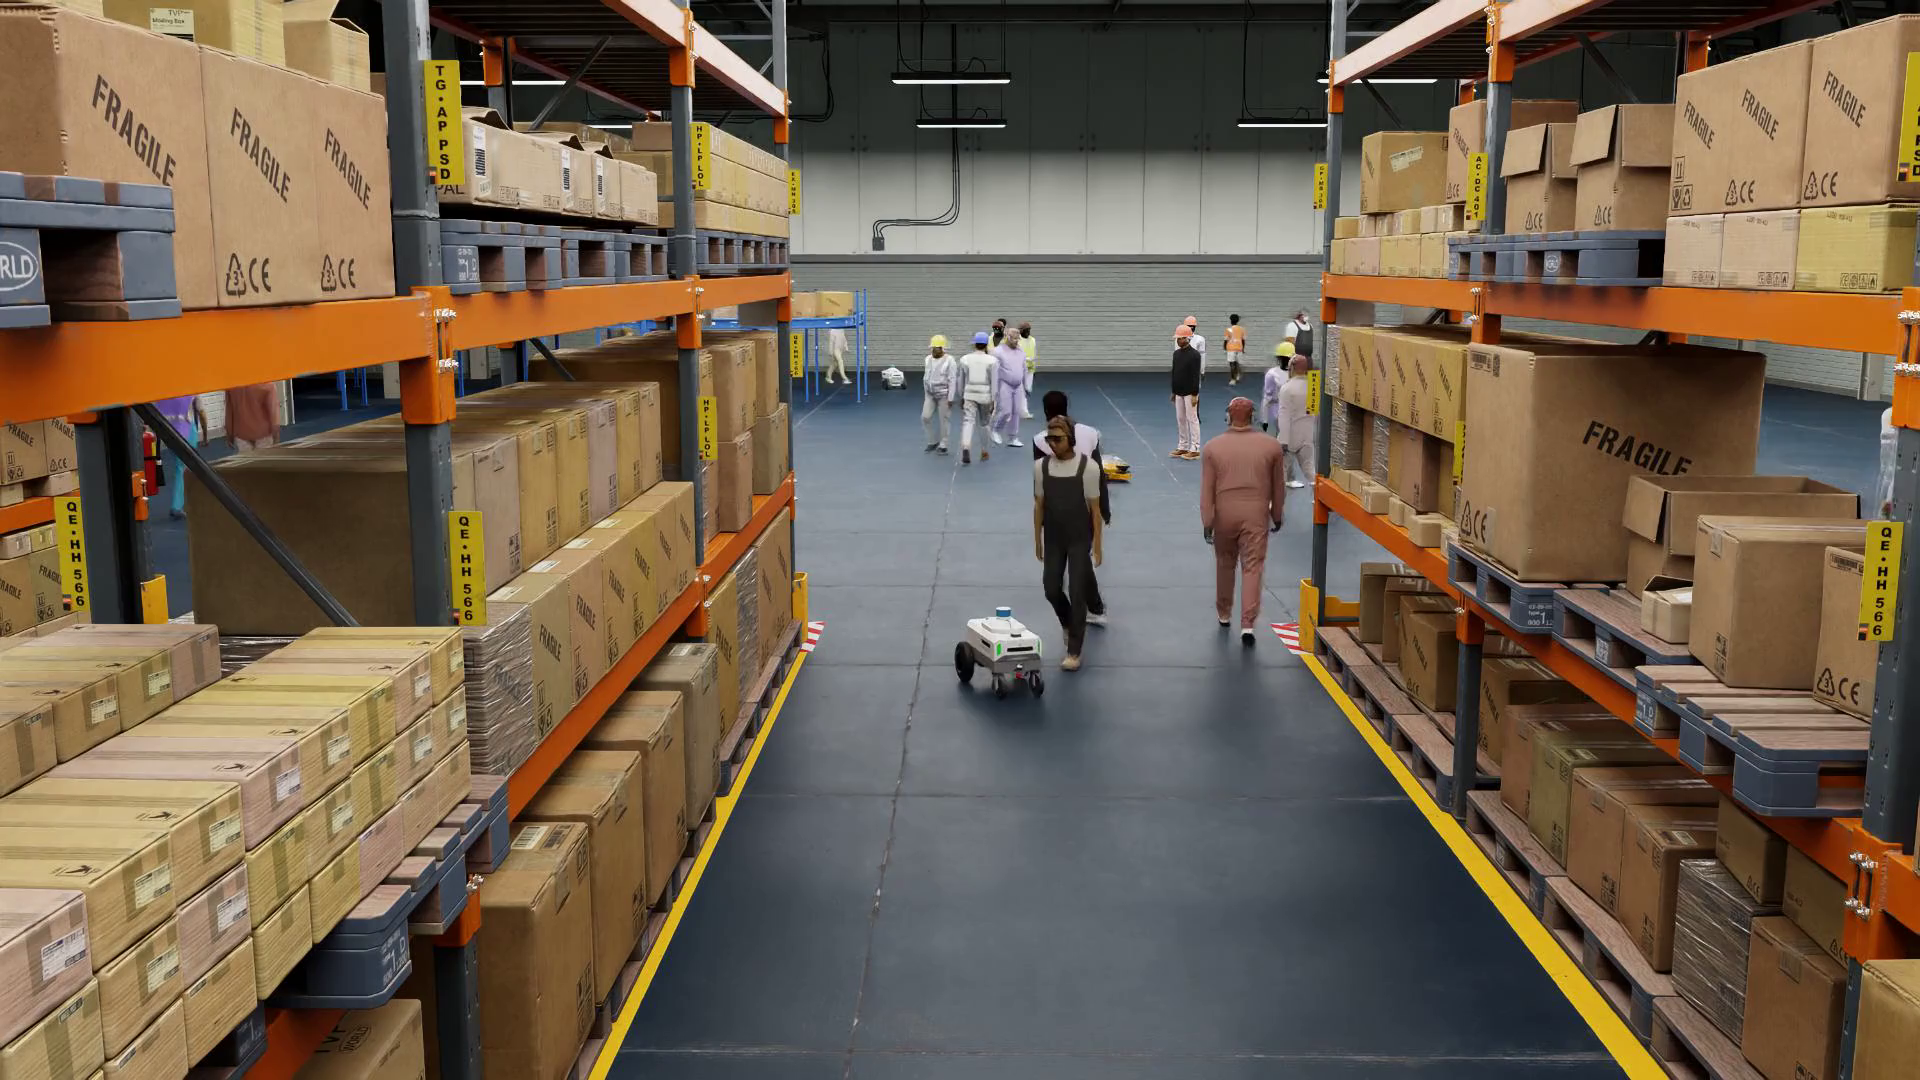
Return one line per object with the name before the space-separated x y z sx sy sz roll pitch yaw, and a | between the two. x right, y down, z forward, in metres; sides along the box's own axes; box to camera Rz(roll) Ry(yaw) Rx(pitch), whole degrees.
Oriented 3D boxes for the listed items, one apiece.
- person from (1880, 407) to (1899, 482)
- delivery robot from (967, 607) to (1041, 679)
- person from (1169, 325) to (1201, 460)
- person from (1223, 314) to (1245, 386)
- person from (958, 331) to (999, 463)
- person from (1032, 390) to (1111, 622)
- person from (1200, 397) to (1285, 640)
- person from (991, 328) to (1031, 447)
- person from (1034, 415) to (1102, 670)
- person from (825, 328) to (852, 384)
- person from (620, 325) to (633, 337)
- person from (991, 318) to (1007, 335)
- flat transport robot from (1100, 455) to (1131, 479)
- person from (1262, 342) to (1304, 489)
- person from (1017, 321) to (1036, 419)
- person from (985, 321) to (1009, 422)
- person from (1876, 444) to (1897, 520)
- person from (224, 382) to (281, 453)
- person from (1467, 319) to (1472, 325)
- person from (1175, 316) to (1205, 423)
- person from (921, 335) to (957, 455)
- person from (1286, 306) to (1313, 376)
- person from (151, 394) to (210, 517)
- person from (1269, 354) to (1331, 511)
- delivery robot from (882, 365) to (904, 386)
person | 9.140 -0.696 16.023 0.545 1.883 1.041 4 10 23
delivery robot | 0.298 0.703 11.422 0.477 0.478 0.707 -3 10 -17
person | 3.326 -2.193 24.675 0.428 1.984 0.613 -4 10 -25
person | 6.472 -4.507 39.380 0.556 1.680 0.398 -4 10 -23
person | 0.252 -2.073 24.182 0.612 1.909 0.942 2 10 10
person | 0.903 -0.264 13.442 0.602 1.865 0.699 -7 12 -36
person | 2.202 -0.178 12.982 0.645 1.862 0.984 2 10 11
person | 0.789 -2.411 26.290 0.654 1.879 0.444 -7 12 -35
person | 0.805 -0.005 12.046 0.552 1.823 0.606 3 10 19
person | -2.947 -4.549 39.925 0.846 1.594 0.499 5 11 27
person | -5.335 -2.449 26.396 0.630 1.915 0.893 -9 13 -43
person | 0.964 -4.245 37.925 0.539 1.666 0.634 1 10 6
flat transport robot | 1.891 -1.010 22.810 0.652 0.197 1.431 -1 9 -5
person | 4.200 -1.656 21.756 0.593 1.884 0.977 -6 11 -33
person | 1.145 -3.208 31.282 0.632 1.809 0.734 -8 12 -39
person | 0.707 -3.086 30.427 0.634 1.841 0.429 5 11 25
person | 8.287 -0.386 14.536 1.007 1.747 0.597 4 10 21
person | -8.025 -1.220 18.848 0.631 1.972 0.635 0 9 2
person | 11.818 -4.404 37.773 0.633 2.021 0.466 7 11 34
person | 4.154 -3.077 30.090 0.552 1.932 0.377 1 10 8
person | -0.353 -2.177 25.066 0.617 1.809 0.526 7 12 35
person | 7.196 -3.926 34.987 0.703 2.000 1.035 -4 10 -25
person | -8.993 -1.178 19.165 0.555 1.794 0.954 0 9 1
person | 3.877 -1.183 18.949 0.654 1.872 0.931 -6 11 -34
delivery robot | -1.550 -3.787 38.320 0.477 0.478 0.707 -3 10 -19
